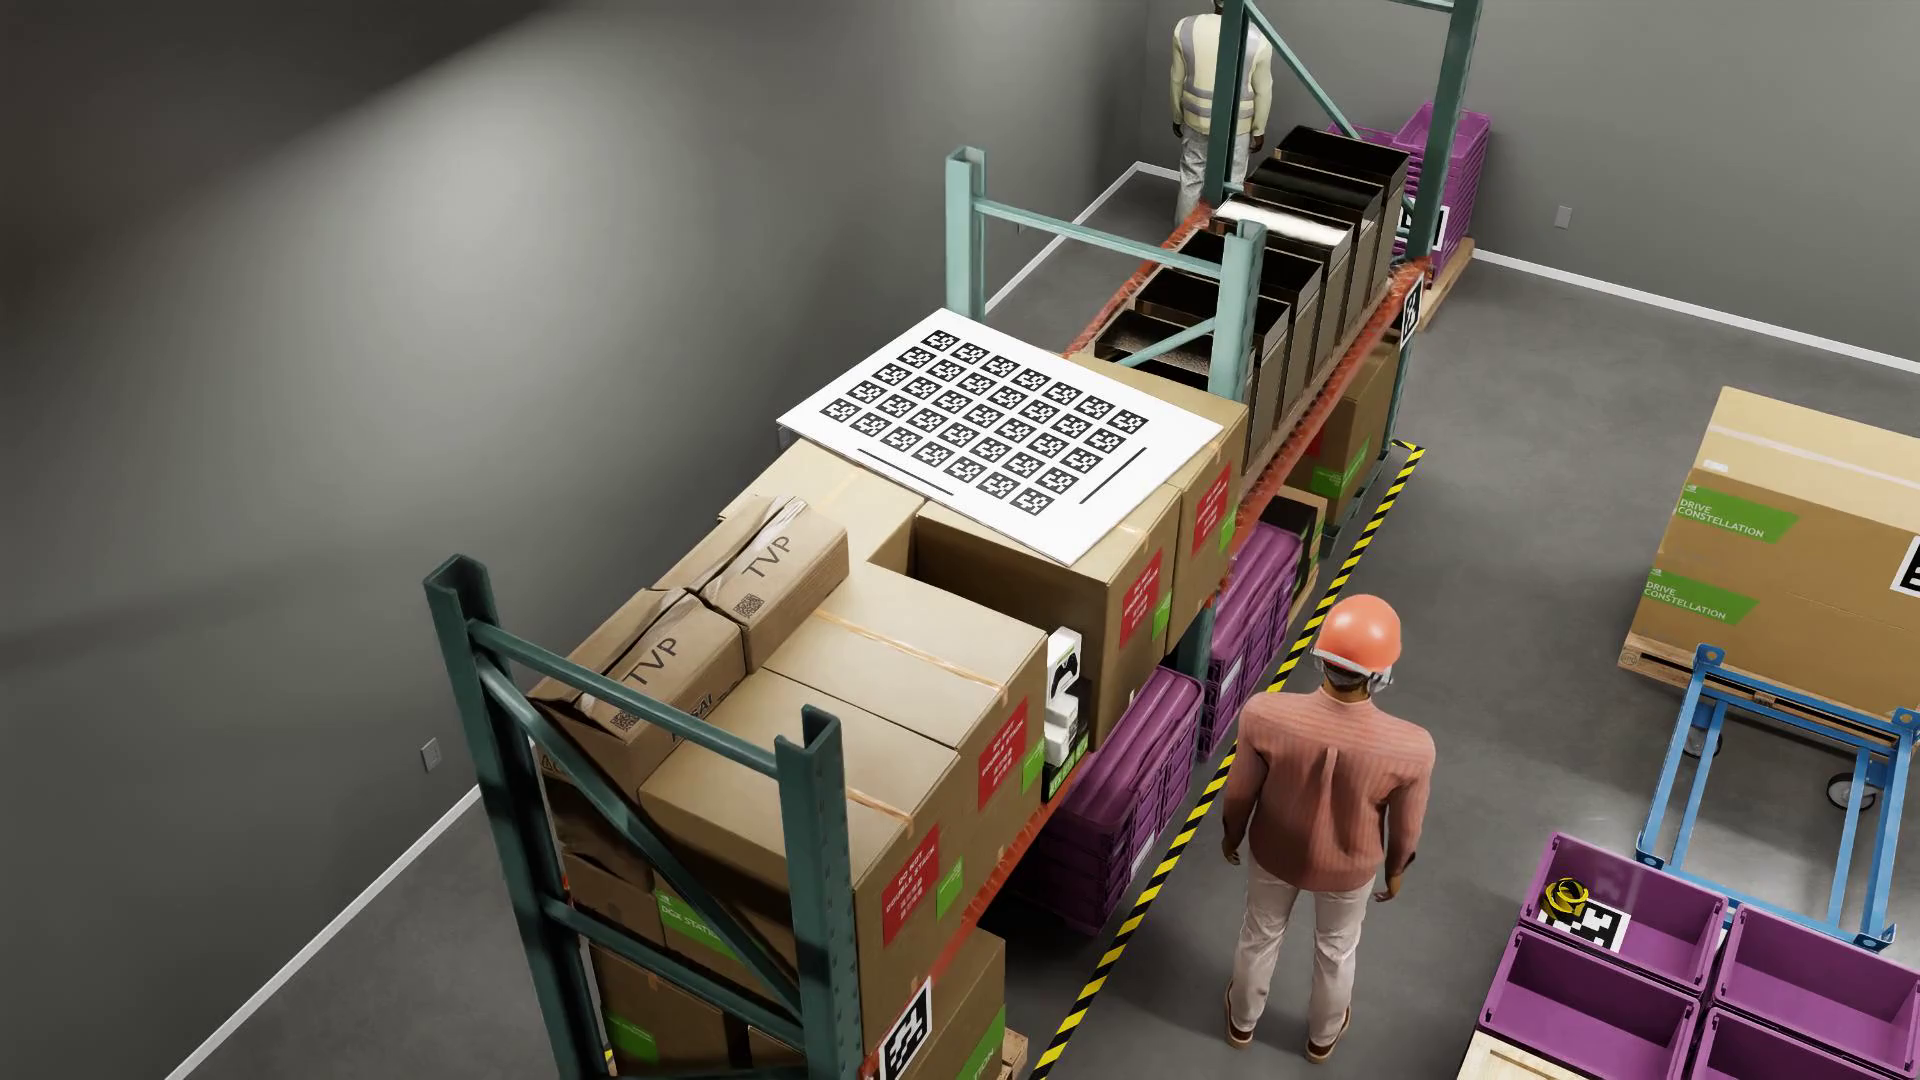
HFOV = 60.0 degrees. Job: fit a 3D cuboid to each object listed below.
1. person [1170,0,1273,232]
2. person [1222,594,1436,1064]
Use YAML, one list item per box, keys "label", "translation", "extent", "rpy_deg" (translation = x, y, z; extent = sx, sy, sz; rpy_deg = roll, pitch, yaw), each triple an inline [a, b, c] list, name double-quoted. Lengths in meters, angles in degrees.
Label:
- label: "person"
  translation: [1.494, -2.441, 9.587]
  extent: [0.590, 1.833, 0.404]
  rpy_deg: [15, 42, 17]
- label: "person"
  translation: [1.154, 0.976, 5.398]
  extent: [0.616, 1.983, 0.404]
  rpy_deg: [11, 41, 13]
